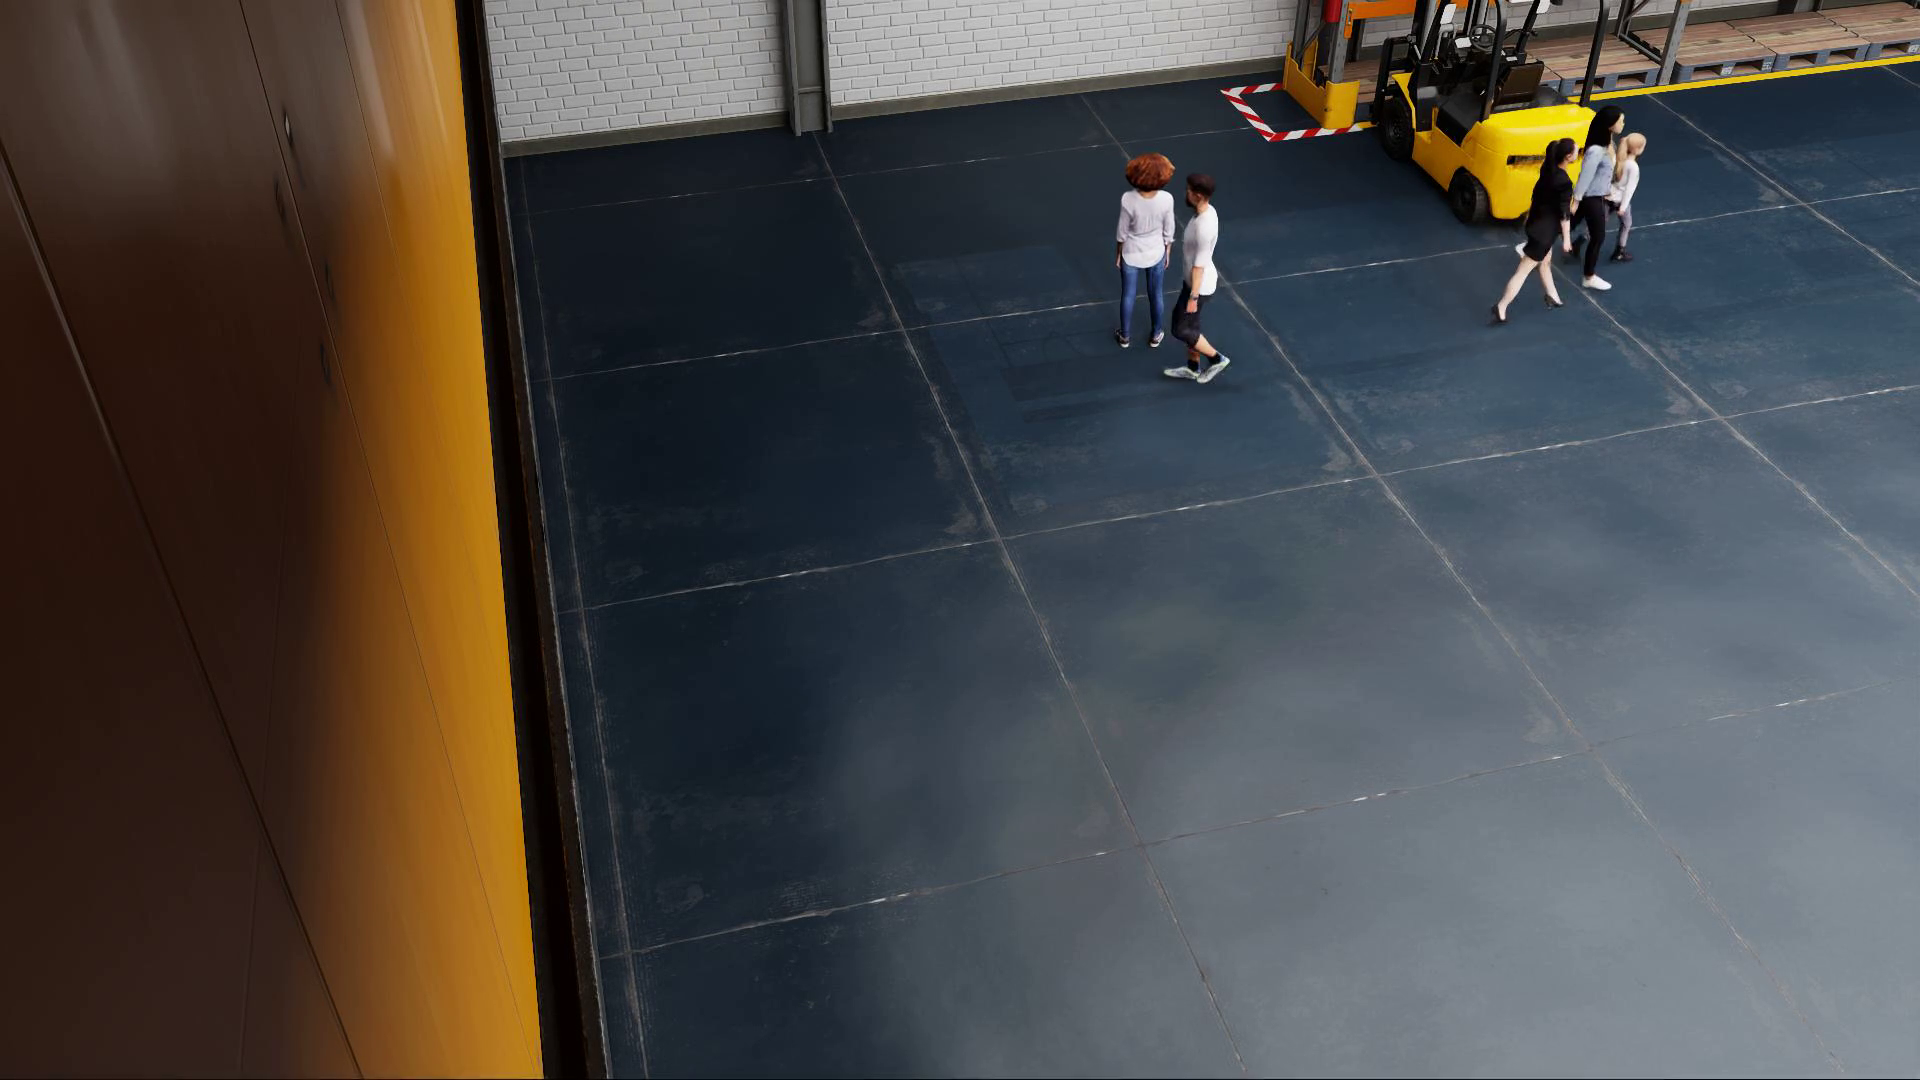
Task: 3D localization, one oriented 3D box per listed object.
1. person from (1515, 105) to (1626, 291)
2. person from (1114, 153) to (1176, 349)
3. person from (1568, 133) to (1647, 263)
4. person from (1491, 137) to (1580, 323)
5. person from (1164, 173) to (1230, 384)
[{"bbox_3d":[5.379,-2.991,14.473,1.167,1.676,1.026,14,41,17],"label":"person"},{"bbox_3d":[1.508,-2.372,13.667,0.643,1.713,0.768,2,39,2],"label":"person"},{"bbox_3d":[5.816,-3.044,14.866,0.864,1.266,0.470,-10,40,-12],"label":"person"},{"bbox_3d":[4.790,-2.562,13.946,1.002,1.662,0.718,-4,39,-5],"label":"person"},{"bbox_3d":[1.953,-2.026,13.133,0.893,1.840,0.842,6,39,7],"label":"person"}]
